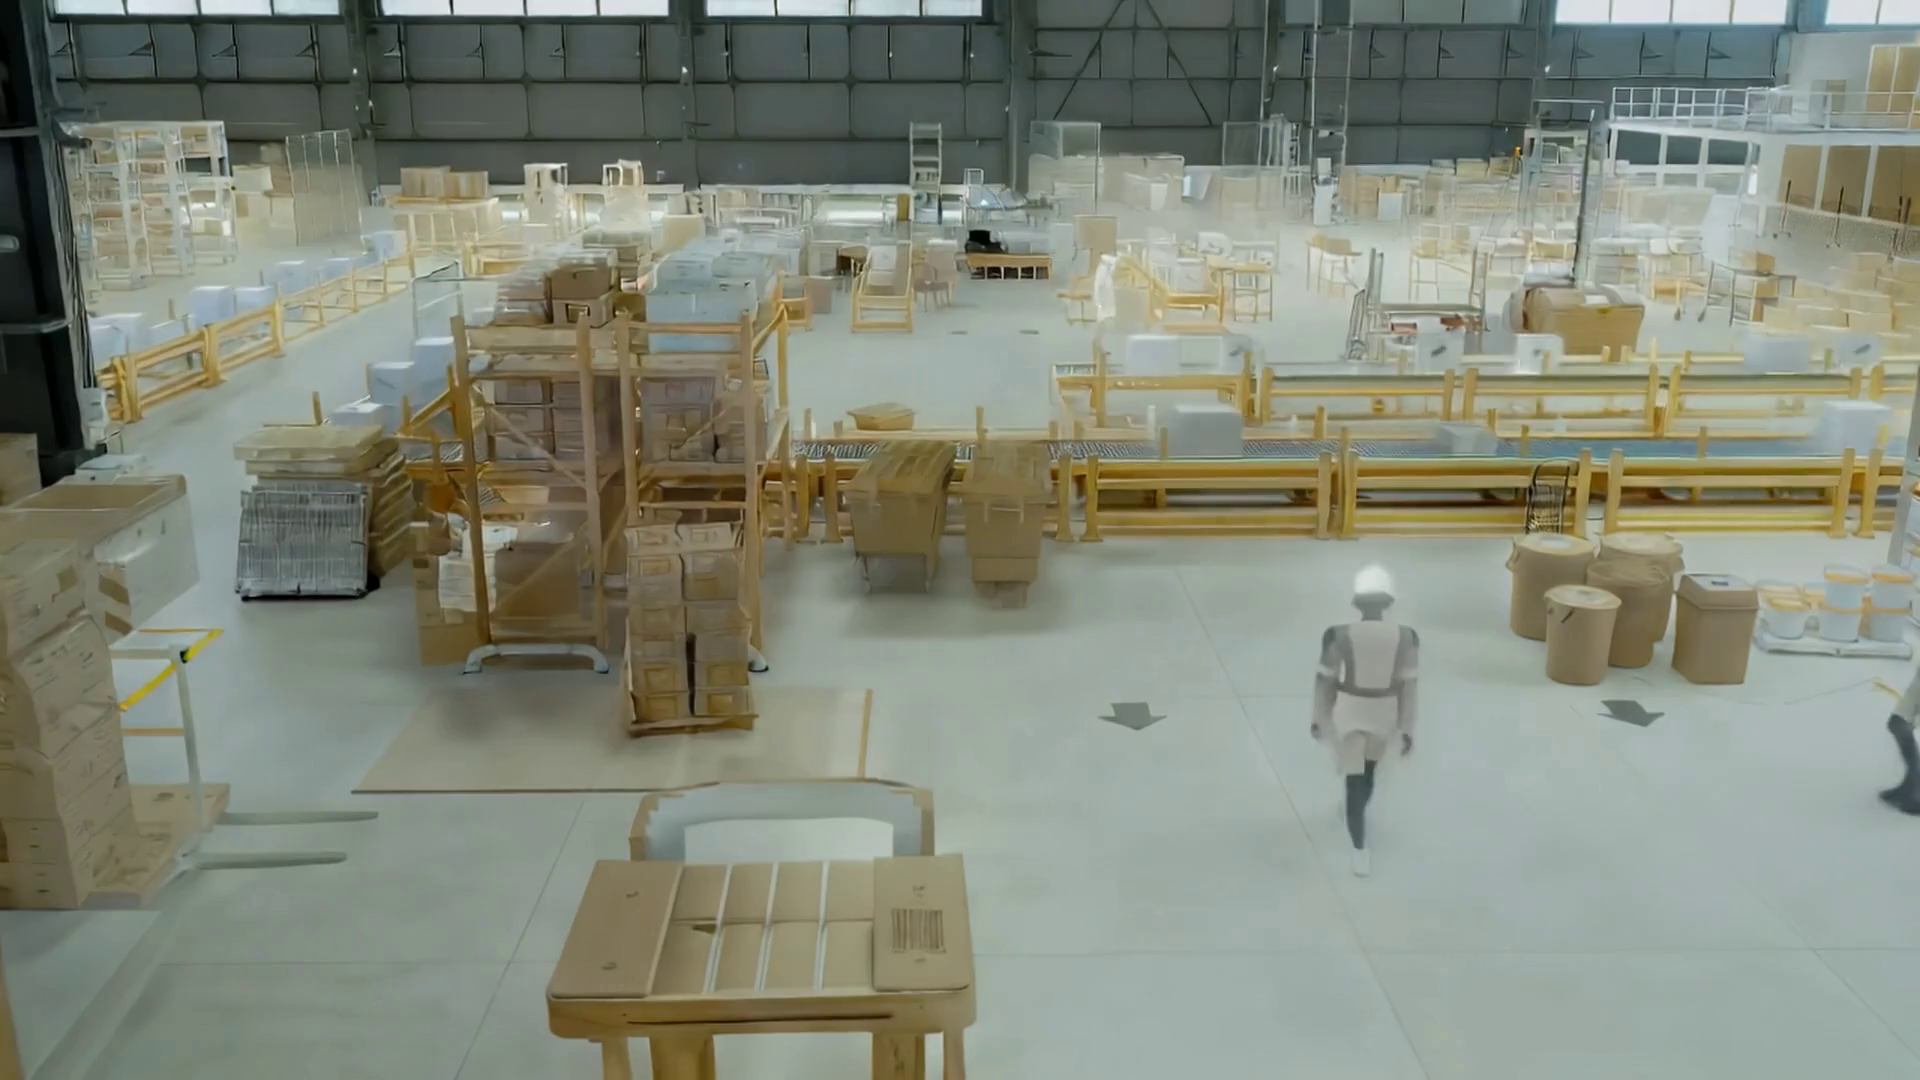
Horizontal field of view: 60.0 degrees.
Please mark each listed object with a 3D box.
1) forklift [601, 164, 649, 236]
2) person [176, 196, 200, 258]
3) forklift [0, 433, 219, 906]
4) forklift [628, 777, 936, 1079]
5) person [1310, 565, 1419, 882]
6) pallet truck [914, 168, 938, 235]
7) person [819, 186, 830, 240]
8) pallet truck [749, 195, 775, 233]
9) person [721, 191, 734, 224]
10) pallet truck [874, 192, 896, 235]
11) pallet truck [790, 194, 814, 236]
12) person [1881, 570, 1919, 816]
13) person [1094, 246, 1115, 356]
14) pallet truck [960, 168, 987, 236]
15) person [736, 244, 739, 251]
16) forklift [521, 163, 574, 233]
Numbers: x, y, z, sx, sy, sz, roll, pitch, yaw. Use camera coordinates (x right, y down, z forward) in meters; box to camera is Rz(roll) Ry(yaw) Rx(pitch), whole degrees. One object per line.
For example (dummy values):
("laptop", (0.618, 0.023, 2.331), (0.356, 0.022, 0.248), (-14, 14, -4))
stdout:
("forklift", (-9.948, -10.127, 49.296), (1.157, 1.987, 2.680), (-1, 16, -3))
("person", (-20.606, -8.379, 44.161), (1.016, 1.790, 0.586), (6, 17, 19))
("forklift", (-5.952, 0.780, 10.366), (1.873, 2.768, 1.129), (0, 16, -1))
("forklift", (-0.542, 2.165, 5.552), (1.129, 2.768, 1.873), (-1, 16, -2))
("person", (2.594, 1.142, 10.700), (0.626, 1.995, 1.038), (0, 16, 1))
("pallet truck", (-0.989, -10.316, 50.507), (0.823, 1.965, 1.885), (1, 16, 3))
("person", (-3.718, -8.867, 45.880), (0.316, 1.769, 0.523), (-6, 17, -20))
("pallet truck", (-6.051, -9.967, 50.660), (0.680, 1.201, 1.601), (0, 16, -1))
("person", (-5.820, -7.900, 42.063), (0.570, 2.026, 0.624), (-3, 16, -9))
("pallet truck", (-2.277, -9.986, 50.594), (0.653, 1.274, 1.630), (0, 16, -1))
("pallet truck", (-4.814, -9.883, 50.259), (0.704, 1.261, 1.522), (-1, 16, -3))
("person", (6.646, 0.984, 11.392), (0.506, 1.911, 0.540), (1, 16, 3))
("person", (2.556, -4.249, 29.537), (0.364, 1.933, 0.543), (1, 16, 3))
("pallet truck", (0.383, -10.230, 50.206), (0.823, 1.965, 1.885), (-1, 16, -3))
("person", (-4.267, -4.615, 30.976), (0.711, 1.858, 0.952), (-6, 17, -21))
("forklift", (-12.233, -10.122, 49.298), (1.157, 1.987, 2.680), (0, 16, -1))
